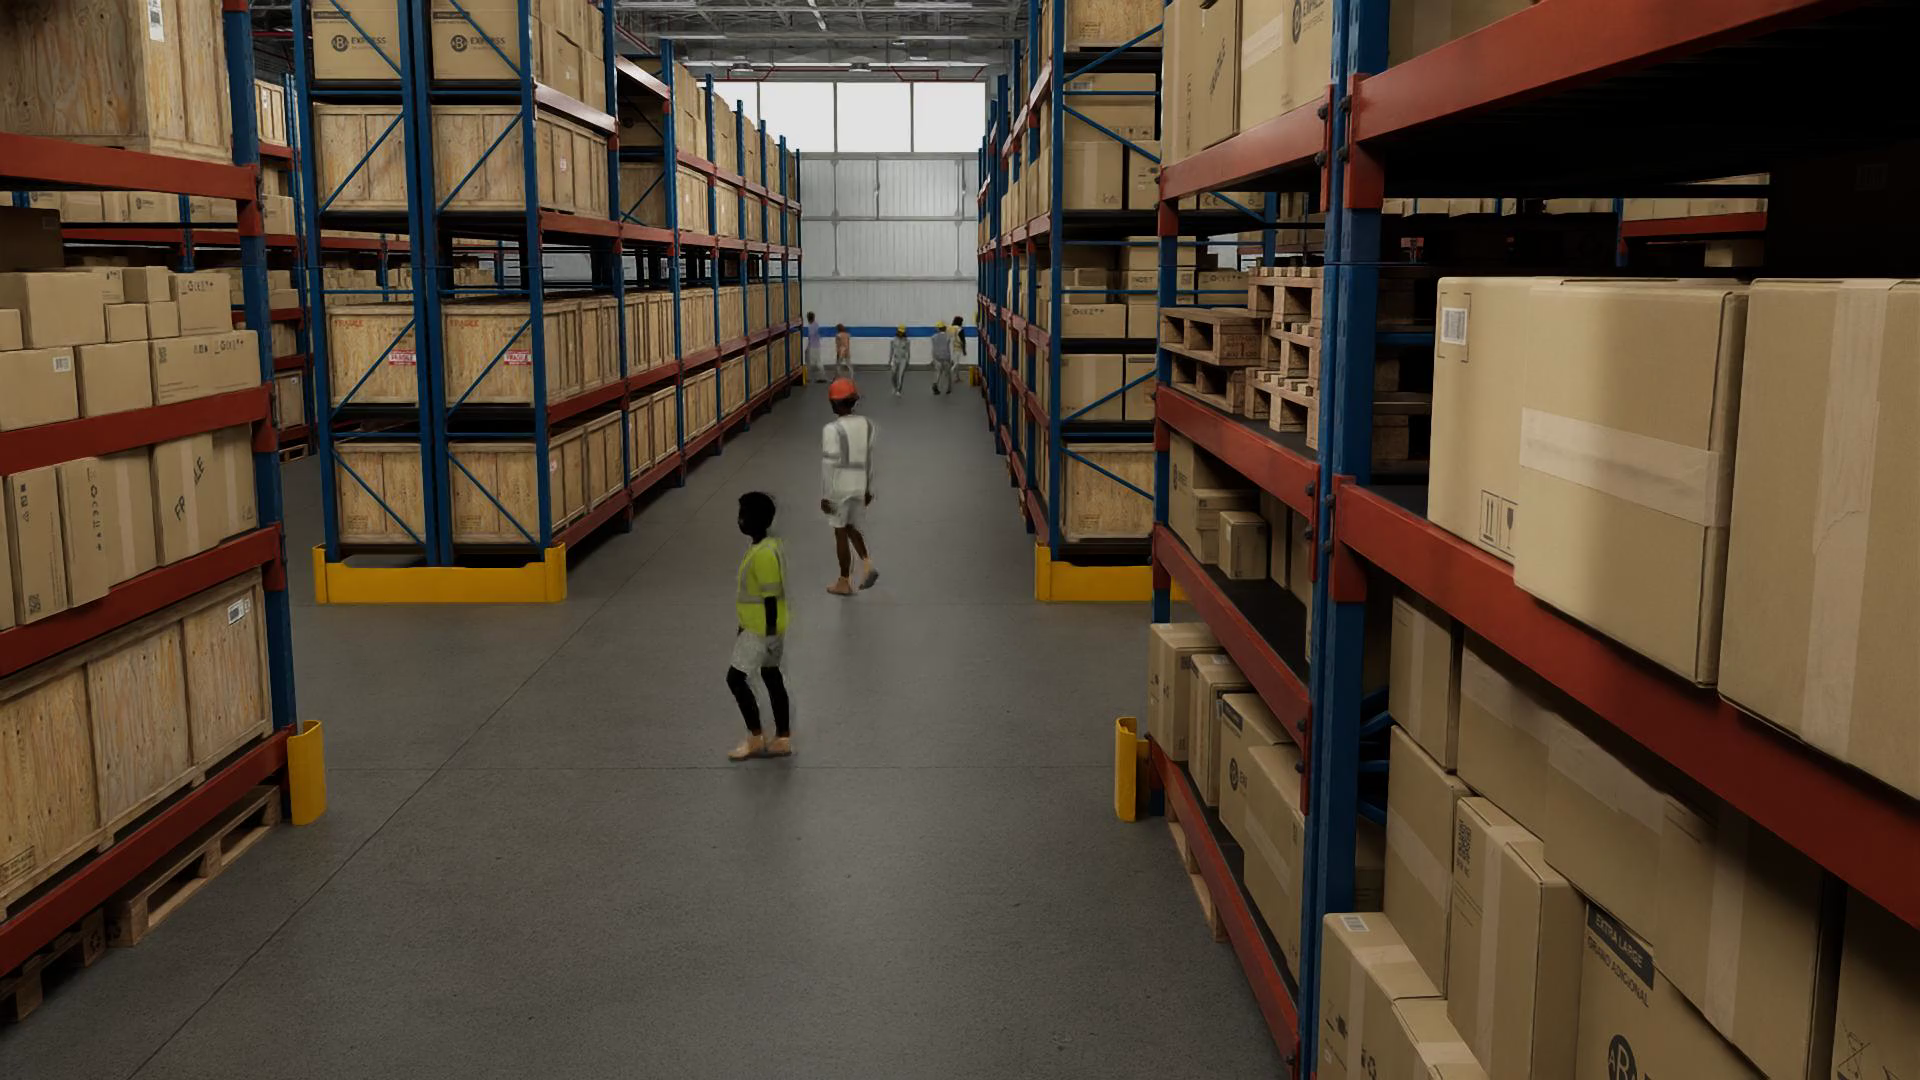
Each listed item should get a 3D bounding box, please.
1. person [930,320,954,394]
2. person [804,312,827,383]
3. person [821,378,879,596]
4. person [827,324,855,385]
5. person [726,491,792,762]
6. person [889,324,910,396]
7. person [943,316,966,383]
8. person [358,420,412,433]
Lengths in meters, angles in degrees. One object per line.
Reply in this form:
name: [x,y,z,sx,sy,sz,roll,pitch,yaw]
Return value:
person: [-0.454,-4.398,40.169,0.598,1.802,0.779,3,10,15]
person: [-3.990,-5.081,44.035,1.000,1.885,0.658,0,9,-1]
person: [-1.053,-0.477,15.369,0.446,2.033,0.629,8,12,40]
person: [-3.109,-4.861,43.590,0.873,1.580,0.562,8,12,39]
person: [-1.280,0.535,10.226,0.530,1.673,0.545,-1,9,-5]
person: [-1.442,-4.288,39.666,0.502,1.719,0.424,0,9,2]
person: [-0.153,-5.019,43.949,0.861,1.805,0.633,-7,12,-38]
person: [-7.464,-1.415,21.571,0.648,1.890,0.511,-1,9,-8]
